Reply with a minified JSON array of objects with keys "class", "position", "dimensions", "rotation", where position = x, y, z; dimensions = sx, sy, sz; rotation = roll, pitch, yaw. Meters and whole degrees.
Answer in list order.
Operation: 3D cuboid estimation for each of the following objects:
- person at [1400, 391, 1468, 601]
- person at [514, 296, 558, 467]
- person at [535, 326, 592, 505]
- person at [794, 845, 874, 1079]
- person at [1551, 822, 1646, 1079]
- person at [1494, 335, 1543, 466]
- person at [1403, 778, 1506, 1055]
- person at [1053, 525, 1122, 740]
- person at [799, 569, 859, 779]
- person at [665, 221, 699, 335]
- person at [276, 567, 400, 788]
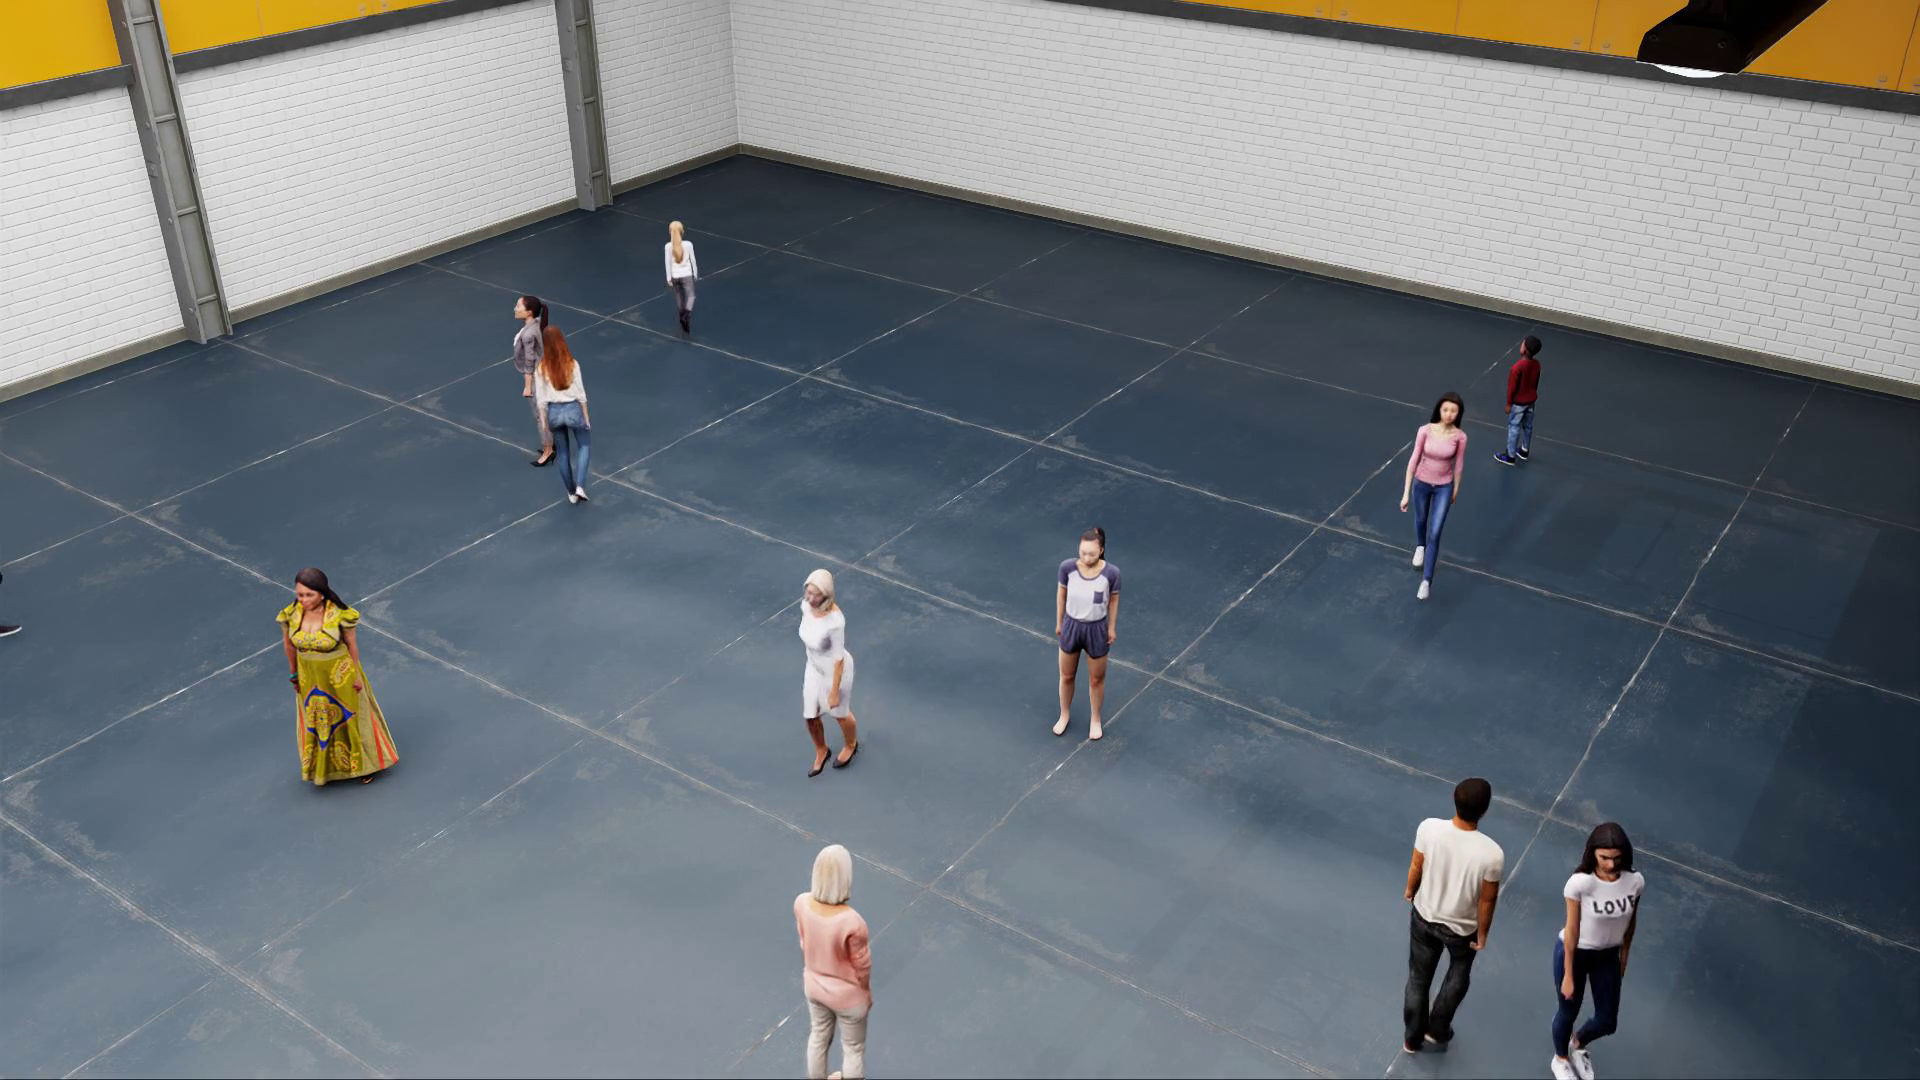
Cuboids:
[{"class":"person","position":[3.894,-0.446,13.717],"dimensions":[0.785,1.696,1.199],"rotation":[10,30,18]},{"class":"person","position":[-3.983,-1.513,15.691],"dimensions":[0.784,1.678,0.696],"rotation":[1,29,2]},{"class":"person","position":[-3.519,-1.070,14.835],"dimensions":[0.804,1.721,0.867],"rotation":[-3,29,-6]},{"class":"person","position":[-0.651,2.308,8.638],"dimensions":[0.592,1.724,0.520],"rotation":[17,33,28]},{"class":"person","position":[3.286,2.177,8.839],"dimensions":[0.721,1.762,0.775],"rotation":[-5,29,-8]},{"class":"person","position":[5.360,-1.339,15.818],"dimensions":[0.529,1.251,0.632],"rotation":[-17,33,-28]},{"class":"person","position":[2.593,2.089,8.974],"dimensions":[0.684,1.787,0.659],"rotation":[14,31,23]},{"class":"person","position":[0.883,0.647,11.759],"dimensions":[0.662,1.652,0.642],"rotation":[7,29,12]},{"class":"person","position":[-0.864,0.871,11.294],"dimensions":[0.731,1.704,0.606],"rotation":[-22,36,-35]},{"class":"person","position":[-3.137,-2.949,18.755],"dimensions":[0.716,1.264,0.849],"rotation":[1,29,2]},{"class":"person","position":[-4.278,0.914,11.260],"dimensions":[1.000,1.660,1.049],"rotation":[-3,29,-6]}]
